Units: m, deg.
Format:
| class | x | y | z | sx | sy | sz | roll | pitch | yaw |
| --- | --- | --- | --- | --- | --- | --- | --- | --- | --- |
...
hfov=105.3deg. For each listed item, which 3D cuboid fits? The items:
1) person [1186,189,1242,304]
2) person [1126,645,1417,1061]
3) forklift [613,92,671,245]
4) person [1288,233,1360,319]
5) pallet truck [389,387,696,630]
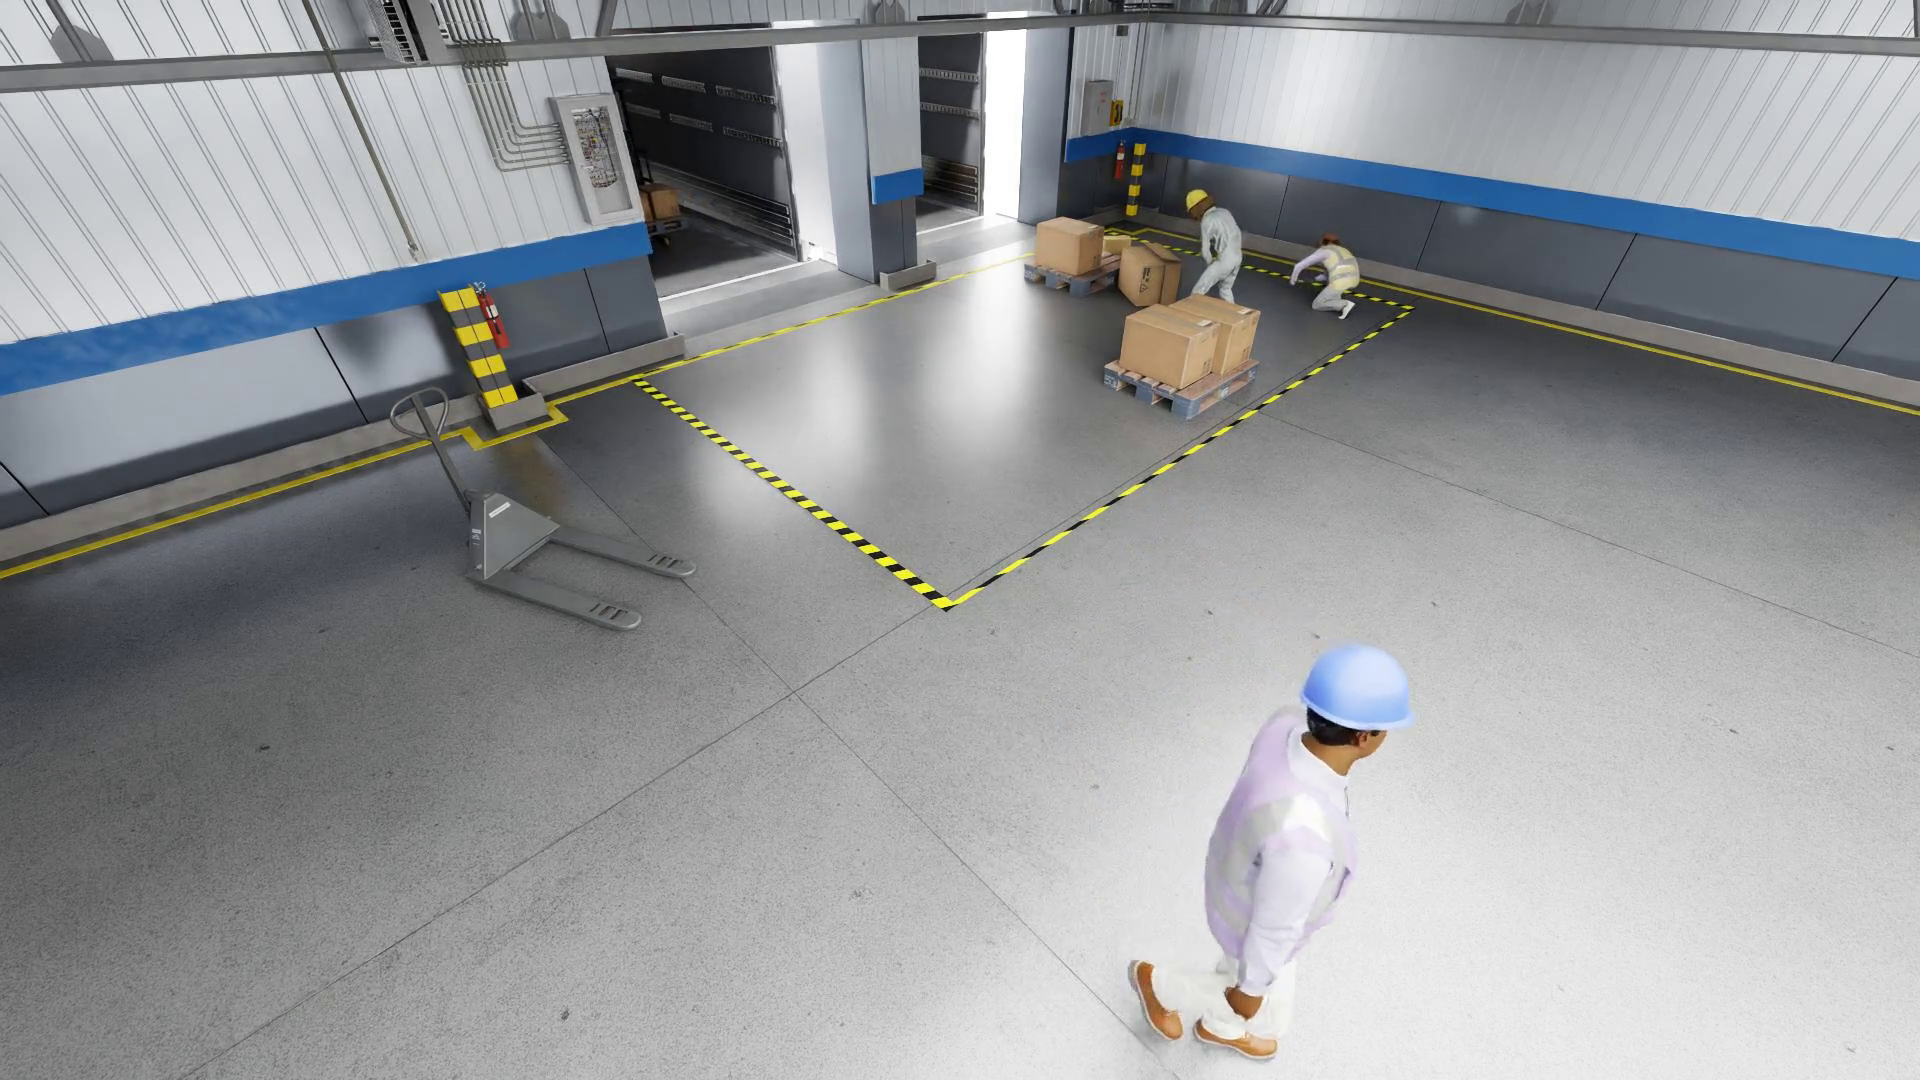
| class | x | y | z | sx | sy | sz | roll | pitch | yaw |
| --- | --- | --- | --- | --- | --- | --- | --- | --- | --- |
| person | 2.724 | -2.952 | 7.907 | 0.600 | 1.477 | 0.760 | -31 | 47 | -34 |
| person | 0.929 | 1.109 | 2.297 | 0.591 | 1.902 | 0.655 | 16 | 41 | 20 |
| forklift | -5.183 | -5.396 | 10.600 | 0.716 | 2.013 | 0.776 | -31 | 47 | -33 |
| person | 4.419 | -3.113 | 8.703 | 0.649 | 0.817 | 0.911 | -15 | 40 | -19 |
| pallet truck | -2.613 | -0.247 | 4.593 | 1.601 | 1.201 | 0.680 | 14 | 40 | 17 |
